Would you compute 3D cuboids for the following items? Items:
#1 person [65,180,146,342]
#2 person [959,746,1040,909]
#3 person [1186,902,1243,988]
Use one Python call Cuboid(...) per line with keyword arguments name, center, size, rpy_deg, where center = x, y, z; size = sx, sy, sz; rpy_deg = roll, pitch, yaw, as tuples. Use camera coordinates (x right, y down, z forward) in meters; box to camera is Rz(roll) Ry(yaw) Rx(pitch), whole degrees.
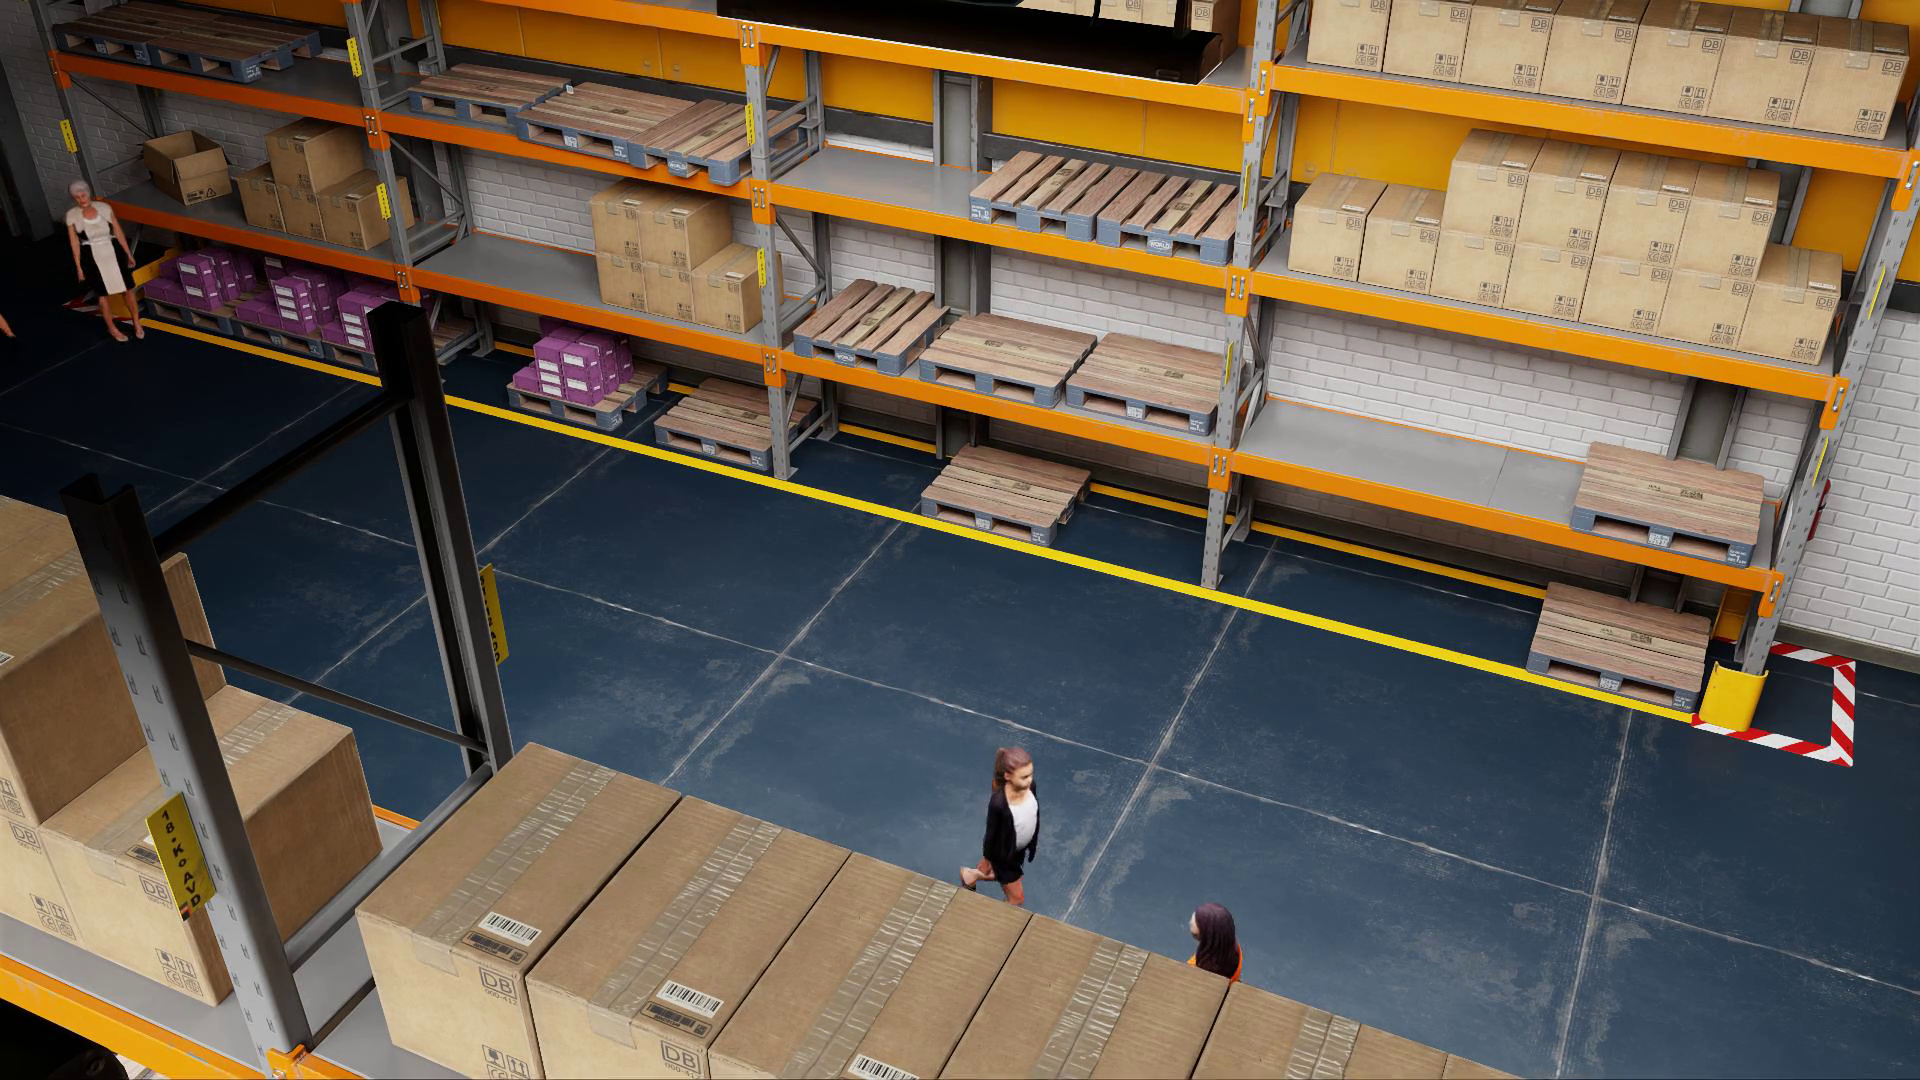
Cuboid(name="person", center=(-8.636, -2.809, 16.740), size=(0.791, 1.737, 0.749), rpy_deg=(-27, 42, -35))
Cuboid(name="person", center=(0.232, 1.800, 9.994), size=(0.772, 1.529, 1.040), rpy_deg=(-27, 42, -35))
Cuboid(name="person", center=(1.361, 2.598, 8.637), size=(1.144, 1.703, 0.673), rpy_deg=(19, 38, 26))
